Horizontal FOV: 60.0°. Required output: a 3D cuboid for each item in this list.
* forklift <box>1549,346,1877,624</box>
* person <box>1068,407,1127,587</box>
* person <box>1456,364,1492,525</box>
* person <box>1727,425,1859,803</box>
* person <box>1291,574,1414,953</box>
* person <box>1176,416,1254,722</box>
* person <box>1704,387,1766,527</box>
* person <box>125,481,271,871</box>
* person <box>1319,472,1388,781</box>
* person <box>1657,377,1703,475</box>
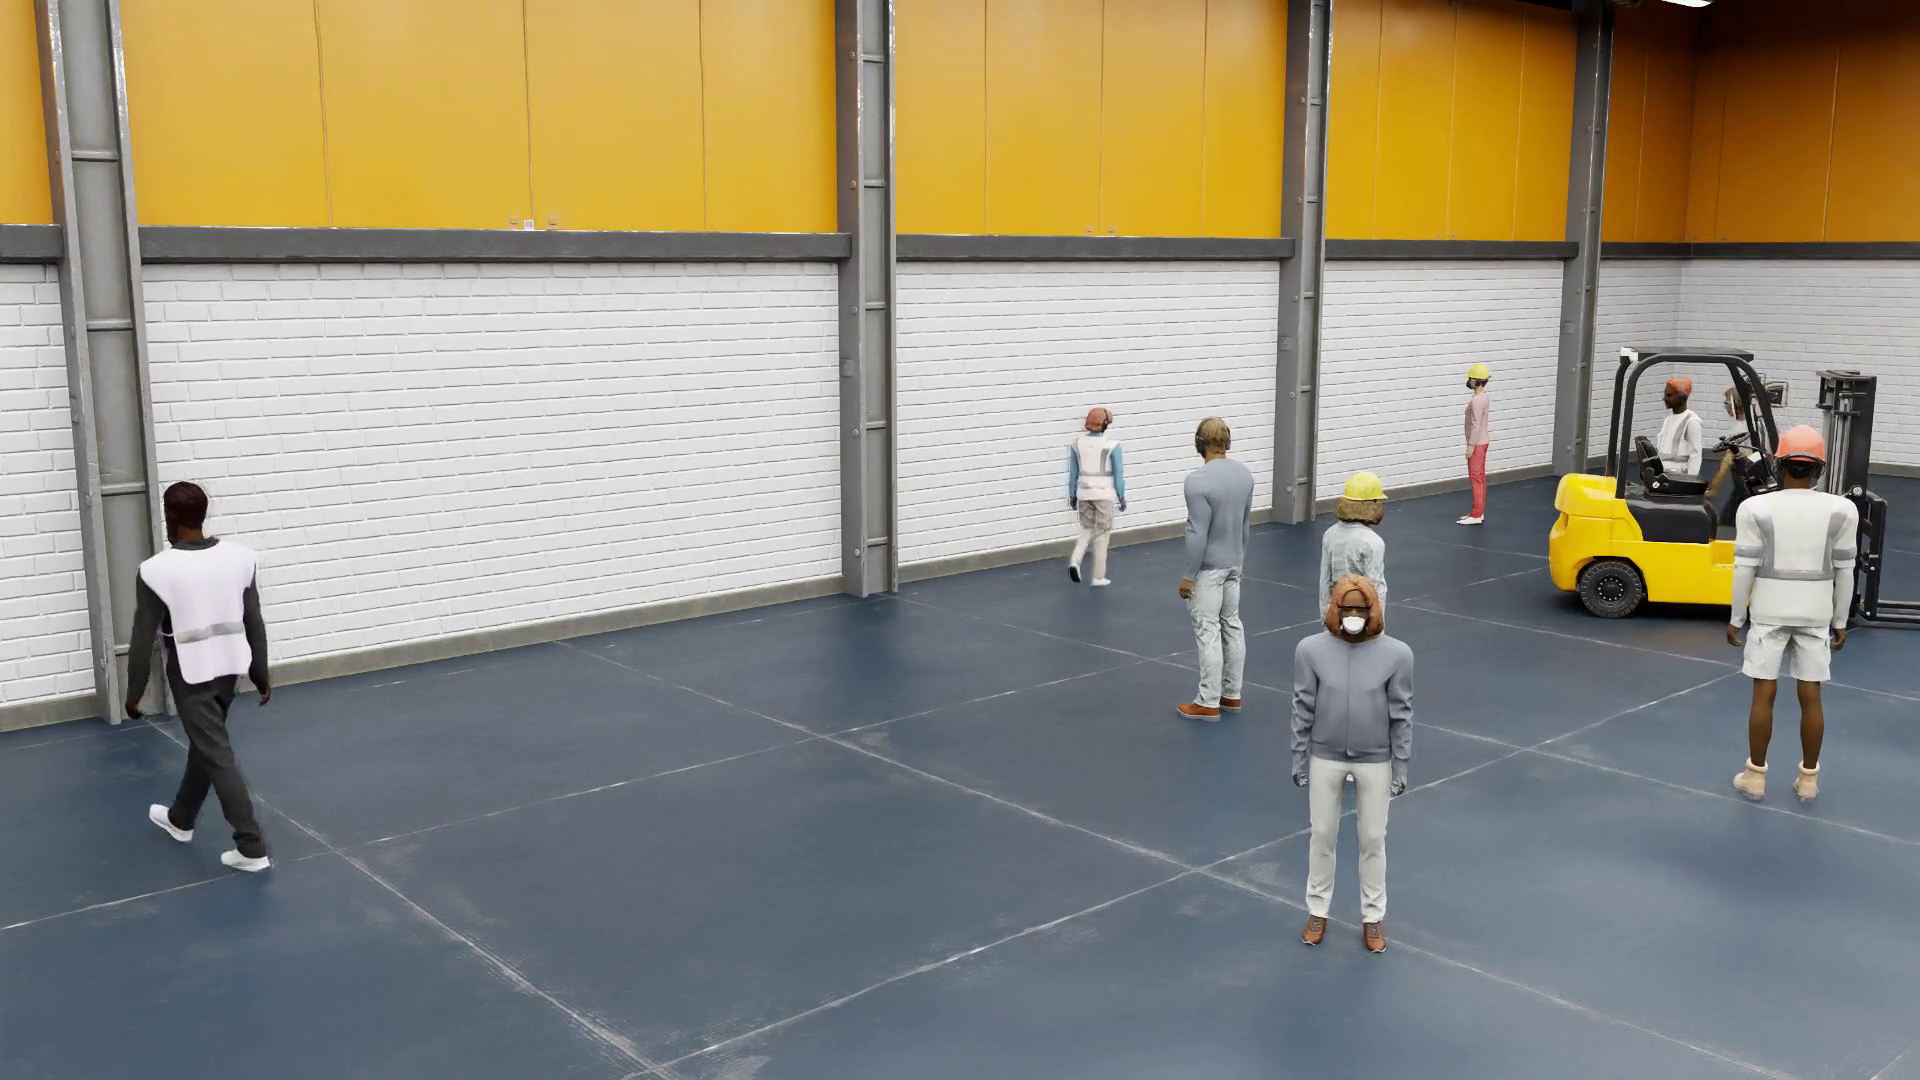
[{"bbox_3d":[6.109,-0.478,13.691,2.313,2.155,1.214,3,10,16],"label":"forklift"},{"bbox_3d":[1.204,-0.374,14.766,0.517,1.623,0.394,7,12,34],"label":"person"},{"bbox_3d":[5.660,-1.050,18.281,0.304,1.772,0.529,5,11,25],"label":"person"},{"bbox_3d":[4.470,0.401,8.983,0.605,2.045,0.381,3,10,15],"label":"person"},{"bbox_3d":[1.654,0.940,7.055,0.502,1.626,0.283,3,10,16],"label":"person"},{"bbox_3d":[1.616,0.182,10.576,0.351,1.935,0.635,9,13,43],"label":"person"},{"bbox_3d":[6.936,-0.481,14.883,0.971,1.781,0.546,7,12,35],"label":"person"},{"bbox_3d":[-3.722,0.645,8.070,0.990,1.861,0.616,6,11,29],"label":"person"},{"bbox_3d":[2.233,0.480,9.400,0.321,1.743,0.488,-5,11,-26],"label":"person"},{"bbox_3d":[6.340,-0.501,14.738,0.337,1.879,0.585,0,10,-2],"label":"person"}]
